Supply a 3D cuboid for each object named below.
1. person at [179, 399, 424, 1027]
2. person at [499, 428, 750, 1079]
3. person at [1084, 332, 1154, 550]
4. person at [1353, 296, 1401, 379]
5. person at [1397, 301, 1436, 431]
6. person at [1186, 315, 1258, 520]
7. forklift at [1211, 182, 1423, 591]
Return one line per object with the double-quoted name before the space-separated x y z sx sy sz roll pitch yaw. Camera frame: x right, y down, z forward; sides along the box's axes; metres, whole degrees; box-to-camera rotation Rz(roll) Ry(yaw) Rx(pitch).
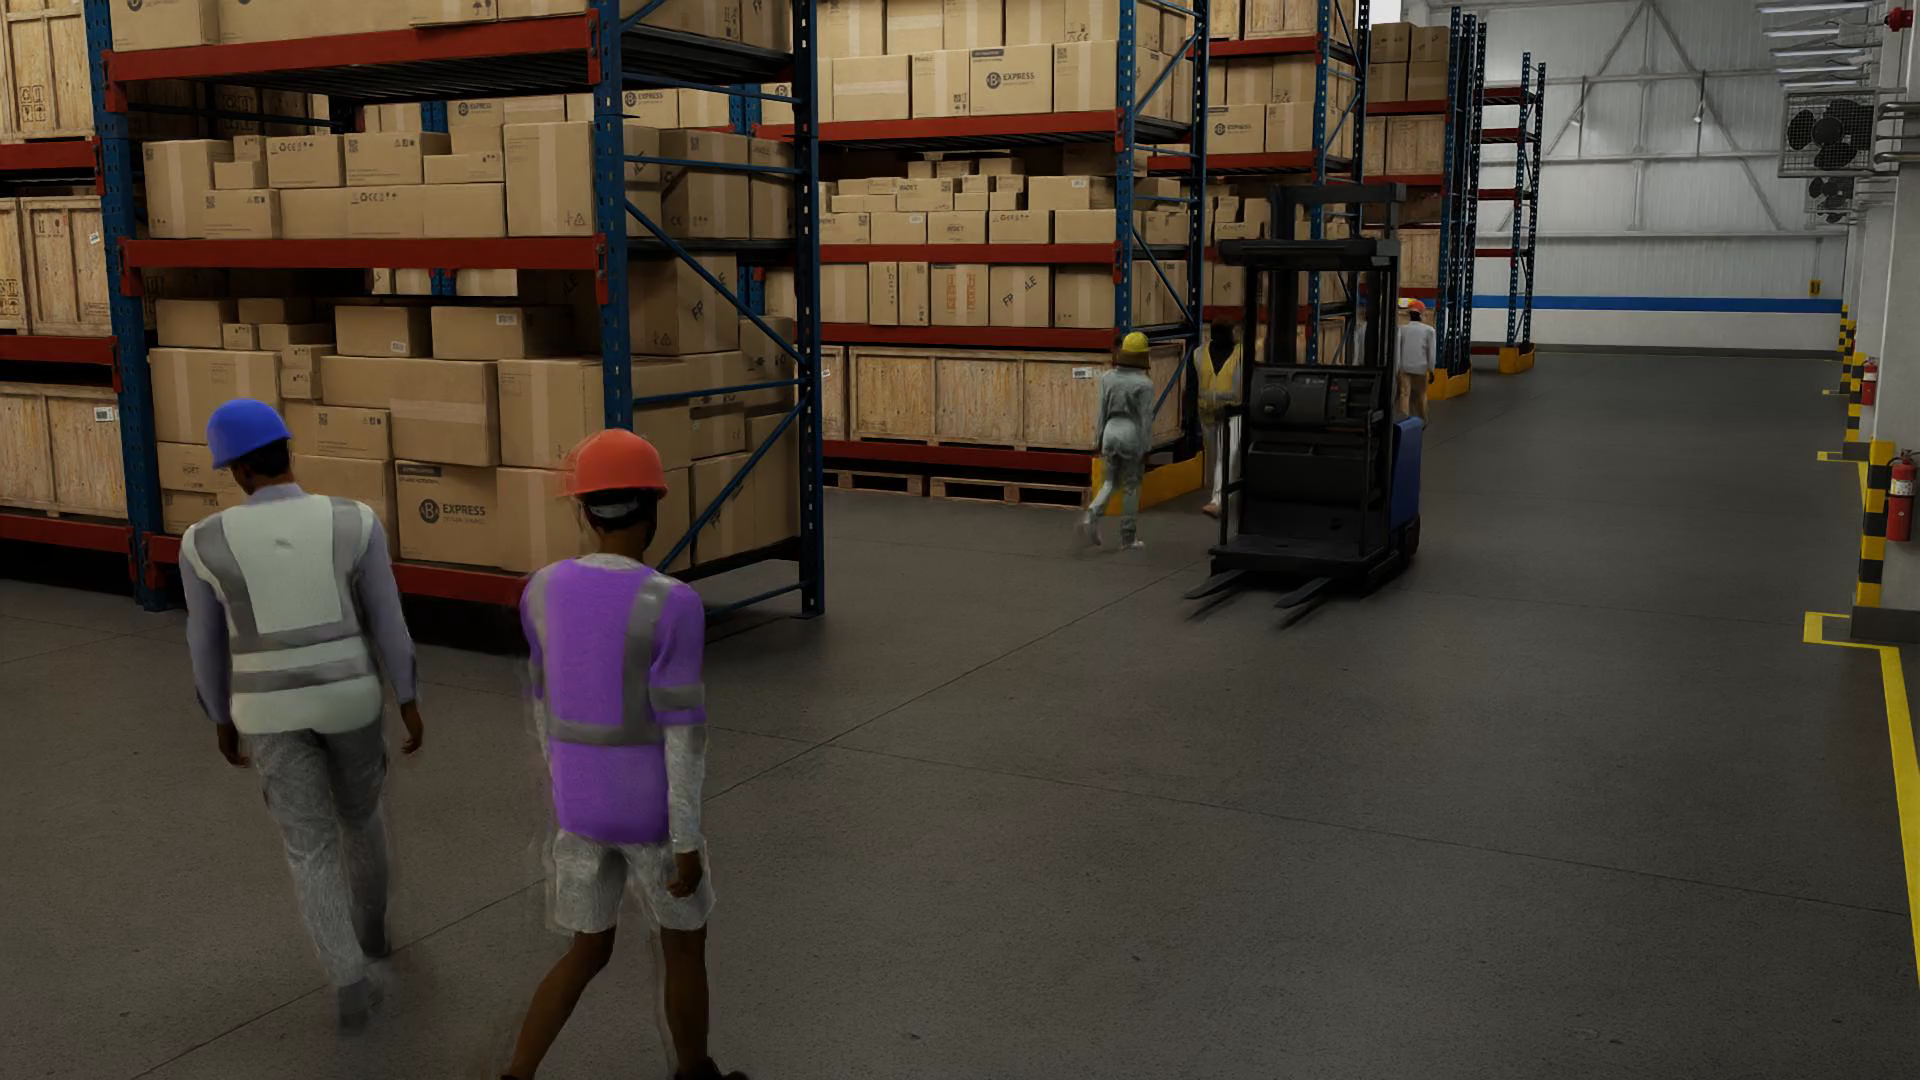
"person" -2.044 0.504 5.211 0.659 1.886 0.926 -5 11 -25
"person" -0.897 0.678 4.189 0.556 1.908 0.777 5 11 25
"person" 1.256 -0.760 12.998 0.523 1.723 0.541 8 13 39
"person" 5.131 -2.104 20.531 0.605 1.813 0.723 5 11 27
"person" 5.870 -2.221 21.462 0.591 1.708 0.856 5 11 26
"person" 2.317 -1.097 14.775 0.615 1.786 0.985 5 11 28
"forklift" 2.701 -1.192 12.149 1.129 2.768 1.873 5 11 27
